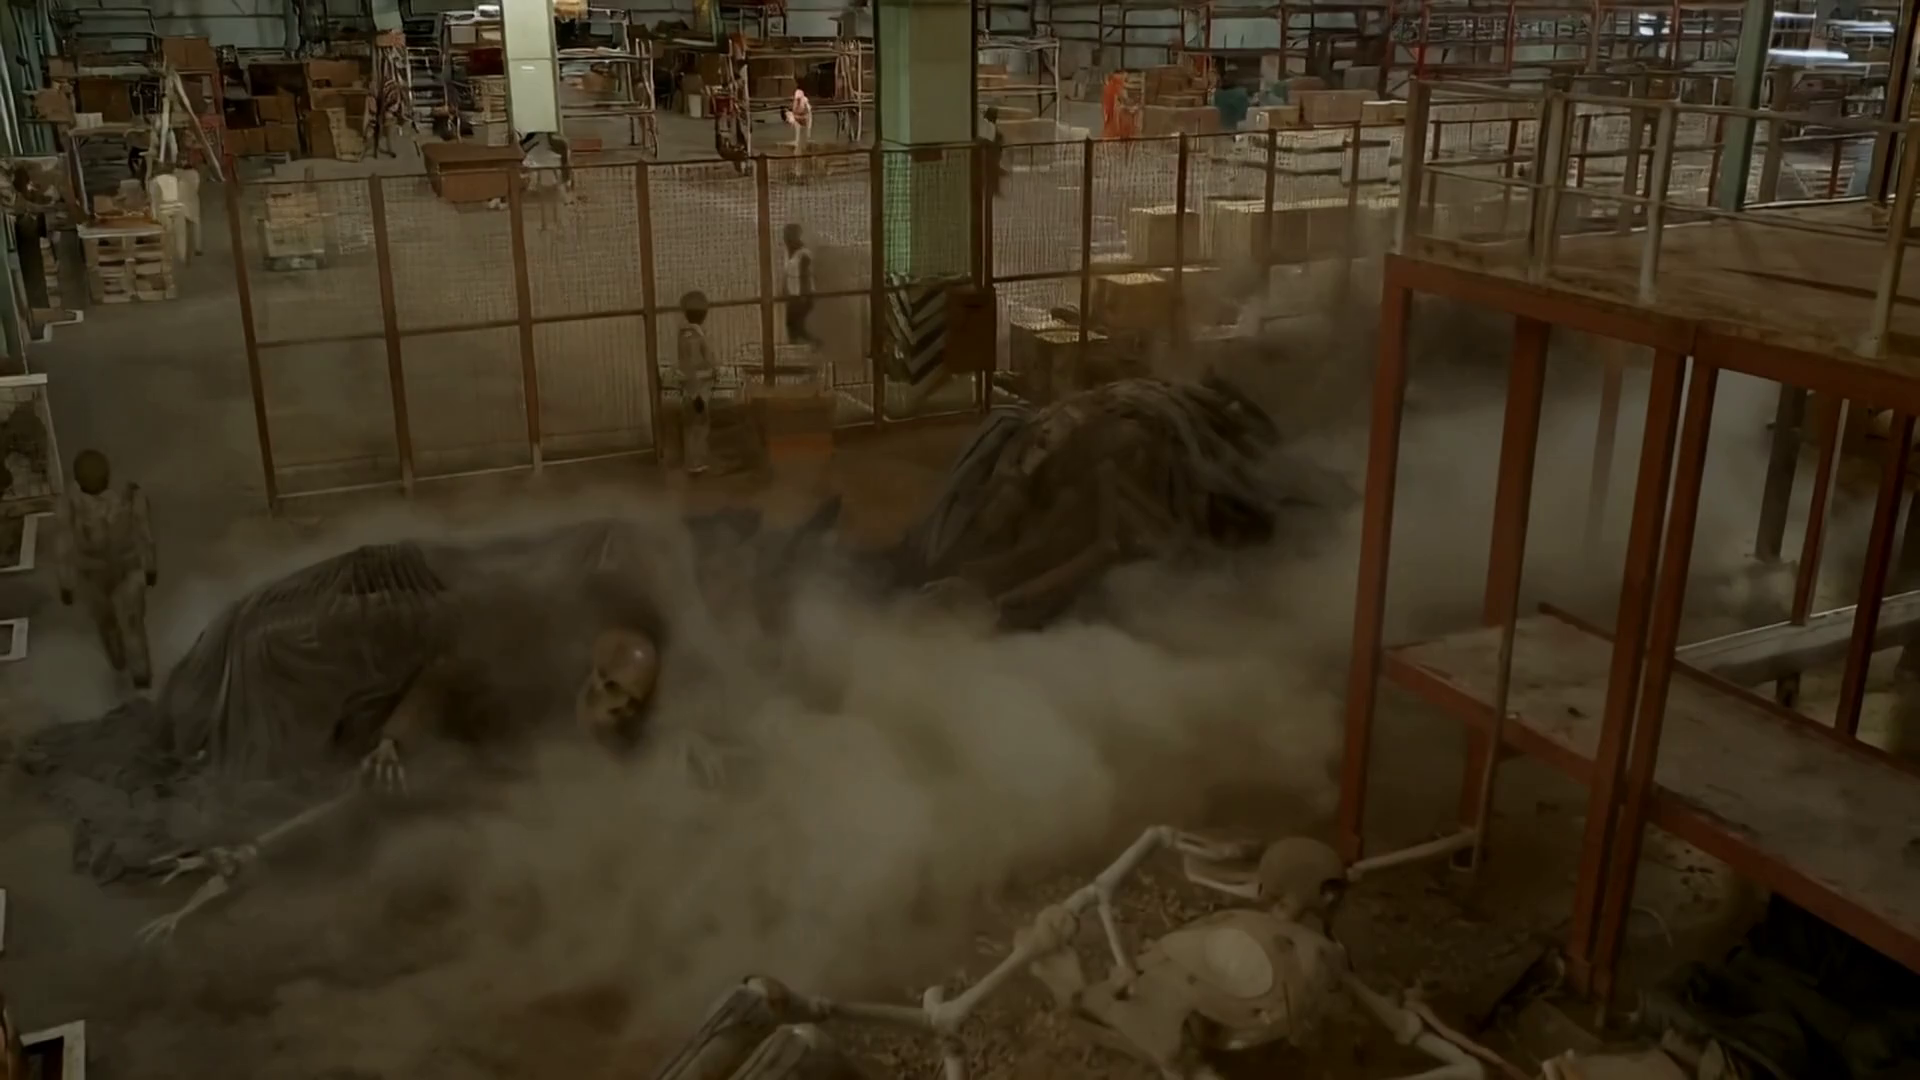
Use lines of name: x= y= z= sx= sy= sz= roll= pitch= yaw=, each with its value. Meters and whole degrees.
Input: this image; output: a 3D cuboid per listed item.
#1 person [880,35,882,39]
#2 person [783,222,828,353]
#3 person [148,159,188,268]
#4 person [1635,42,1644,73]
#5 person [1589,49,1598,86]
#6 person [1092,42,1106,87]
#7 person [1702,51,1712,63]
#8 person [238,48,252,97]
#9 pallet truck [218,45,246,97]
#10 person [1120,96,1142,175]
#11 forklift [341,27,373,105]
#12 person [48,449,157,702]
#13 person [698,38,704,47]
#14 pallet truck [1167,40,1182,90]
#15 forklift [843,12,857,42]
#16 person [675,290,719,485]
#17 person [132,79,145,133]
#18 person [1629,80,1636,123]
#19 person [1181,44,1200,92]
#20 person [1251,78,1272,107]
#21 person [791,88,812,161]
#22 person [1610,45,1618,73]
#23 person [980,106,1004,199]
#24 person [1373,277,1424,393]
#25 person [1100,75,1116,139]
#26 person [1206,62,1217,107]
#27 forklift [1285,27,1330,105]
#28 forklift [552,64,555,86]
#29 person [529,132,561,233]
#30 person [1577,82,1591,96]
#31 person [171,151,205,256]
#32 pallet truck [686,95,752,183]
person: x=-3.541 y=-23.139 z=79.113 sx=0.701 sy=1.976 sz=0.633 roll=0 pitch=19 yaw=-1
person: x=-2.023 y=-3.073 z=21.057 sx=0.549 sy=1.898 sz=0.609 roll=-11 pitch=22 yaw=-28
person: x=-13.570 y=-5.596 z=28.490 sx=0.727 sy=1.814 sz=0.640 roll=16 pitch=25 yaw=39
person: x=28.105 y=-19.678 z=68.981 sx=0.391 sy=2.039 sz=0.615 roll=9 pitch=21 yaw=23
person: x=26.150 y=-19.452 z=68.872 sx=0.650 sy=1.673 sz=0.539 roll=-11 pitch=22 yaw=-29
person: x=5.835 y=-19.959 z=69.999 sx=0.558 sy=1.894 sz=0.944 roll=-9 pitch=21 yaw=-25
person: x=31.008 y=-19.495 z=69.115 sx=0.507 sy=1.605 sz=0.795 roll=-6 pitch=20 yaw=-18
person: x=-27.912 y=-18.253 z=65.048 sx=0.453 sy=1.909 sz=0.599 roll=4 pitch=20 yaw=13
pallet truck: x=-28.879 y=-18.665 z=66.111 sx=0.823 sy=1.965 sz=1.885 roll=-3 pitch=19 yaw=-9
person: x=4.236 y=-10.085 z=41.370 sx=0.544 sy=1.913 sz=0.850 roll=0 pitch=19 yaw=1
forklift: x=-22.273 y=-17.348 z=60.959 sx=1.873 sy=2.768 sz=1.129 roll=-9 pitch=21 yaw=-25
person: x=-5.938 y=0.249 z=11.590 sx=0.643 sy=1.787 sz=0.974 roll=-8 pitch=21 yaw=-23
person: x=-11.559 y=-21.397 z=74.181 sx=0.475 sy=1.895 sz=0.662 roll=2 pitch=19 yaw=6
pallet truck: x=9.045 y=-19.971 z=69.895 sx=0.823 sy=1.965 sz=1.885 roll=-3 pitch=19 yaw=-8
forklift: x=-5.283 y=-24.059 z=80.411 sx=1.873 sy=2.768 sz=1.129 roll=-9 pitch=21 yaw=-25
person: x=-2.613 y=-1.520 z=16.496 sx=0.403 sy=1.947 sz=0.612 roll=1 pitch=19 yaw=2
person: x=-25.372 y=-13.403 z=51.411 sx=0.517 sy=1.633 sz=0.313 roll=5 pitch=20 yaw=15
person: x=22.221 y=-14.534 z=54.528 sx=0.758 sy=1.741 sz=0.531 roll=-11 pitch=22 yaw=-30
person: x=9.560 y=-19.458 z=68.534 sx=0.870 sy=1.905 sz=0.638 roll=0 pitch=19 yaw=0
person: x=8.460 y=-11.976 z=46.777 sx=0.600 sy=1.959 sz=0.376 roll=-1 pitch=19 yaw=-3
person: x=-4.202 y=-11.026 z=44.137 sx=0.573 sy=1.883 sz=0.353 roll=3 pitch=19 yaw=8
person: x=28.289 y=-20.608 z=72.198 sx=0.548 sy=1.685 sz=0.452 roll=-9 pitch=21 yaw=-25
person: x=0.791 y=-8.607 z=36.888 sx=0.702 sy=2.000 sz=0.713 roll=5 pitch=20 yaw=13
person: x=5.033 y=-2.394 z=19.088 sx=0.495 sy=1.903 sz=0.615 roll=-13 pitch=23 yaw=-34
person: x=4.422 y=-12.942 z=49.734 sx=0.531 sy=1.860 sz=0.331 roll=15 pitch=24 yaw=37
person: x=9.051 y=-16.300 z=59.709 sx=0.315 sy=1.696 sz=0.541 roll=16 pitch=25 yaw=39
forklift: x=13.009 y=-17.314 z=60.860 sx=1.873 sy=2.768 sz=1.129 roll=-9 pitch=21 yaw=-25
forklift: x=-18.402 y=-20.825 z=71.037 sx=1.129 sy=2.768 sz=1.873 roll=14 pitch=23 yaw=35
person: x=-8.004 y=-6.908 z=32.157 sx=0.584 sy=1.918 sz=0.408 roll=-7 pitch=20 yaw=-19
person: x=18.836 y=-13.065 z=50.430 sx=0.514 sy=1.631 sz=0.444 roll=-7 pitch=20 yaw=-20
person: x=-13.768 y=-6.014 z=29.666 sx=0.537 sy=1.844 sz=0.580 roll=-12 pitch=23 yaw=-32
pallet truck: x=-5.836 y=-9.608 z=39.856 sx=0.823 sy=1.965 sz=1.885 roll=10 pitch=22 yaw=27
